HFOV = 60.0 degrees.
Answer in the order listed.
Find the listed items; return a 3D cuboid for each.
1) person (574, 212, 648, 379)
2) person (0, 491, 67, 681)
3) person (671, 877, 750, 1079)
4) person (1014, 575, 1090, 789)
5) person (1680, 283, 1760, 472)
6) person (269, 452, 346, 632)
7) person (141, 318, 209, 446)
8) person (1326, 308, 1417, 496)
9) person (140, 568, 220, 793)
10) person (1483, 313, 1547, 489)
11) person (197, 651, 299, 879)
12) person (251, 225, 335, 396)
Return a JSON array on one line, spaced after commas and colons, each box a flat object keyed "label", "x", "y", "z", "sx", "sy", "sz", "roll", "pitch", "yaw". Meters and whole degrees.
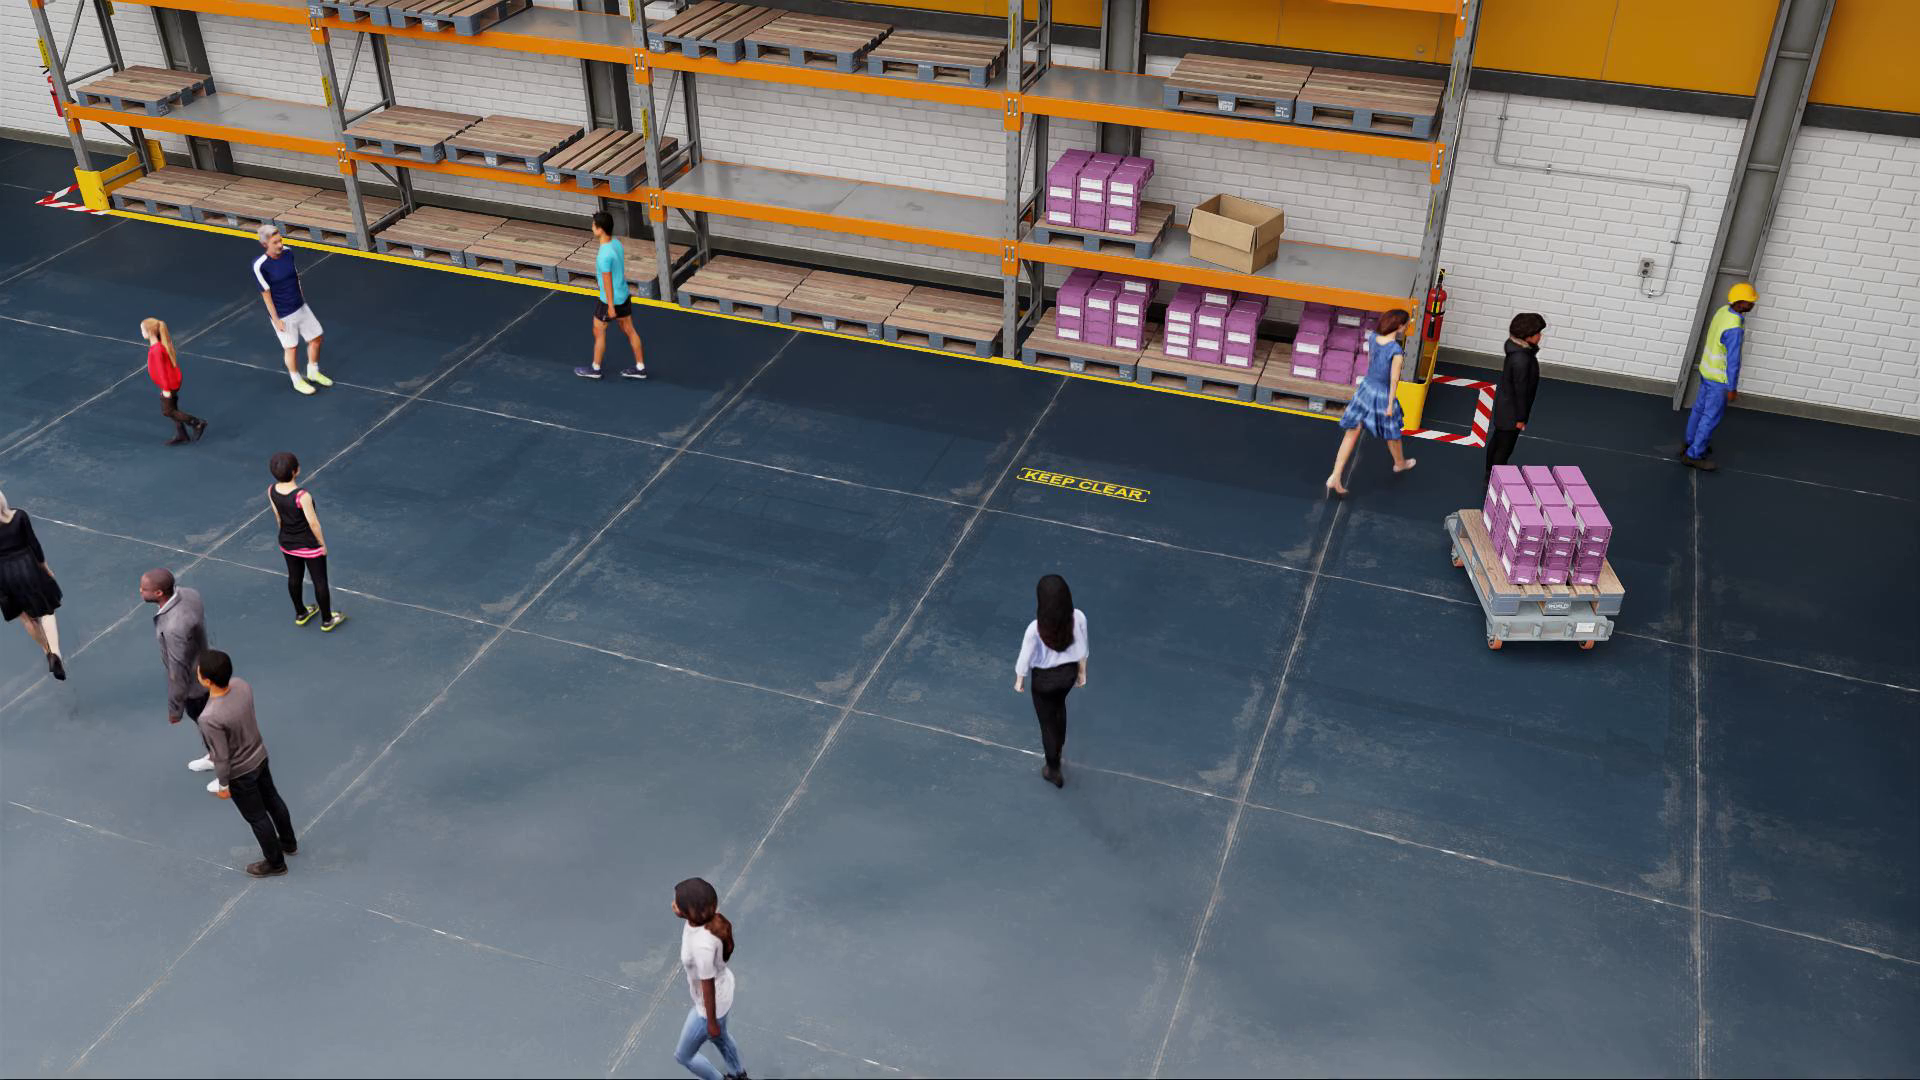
[{"label": "person", "x": -3.324, "y": -2.376, "z": 16.430, "sx": 1.003, "sy": 1.750, "sz": 0.783, "roll": 4, "pitch": 34, "yaw": 6}, {"label": "person", "x": -6.961, "y": 0.334, "z": 12.369, "sx": 0.905, "sy": 1.733, "sz": 1.023, "roll": -21, "pitch": 39, "yaw": -28}, {"label": "person", "x": -1.292, "y": 2.508, "z": 9.121, "sx": 0.780, "sy": 1.709, "sz": 0.733, "roll": -5, "pitch": 34, "yaw": -8}, {"label": "person", "x": 0.674, "y": 1.013, "z": 11.346, "sx": 0.791, "sy": 1.736, "sz": 0.848, "roll": -15, "pitch": 36, "yaw": -21}, {"label": "person", "x": 6.878, "y": -1.512, "z": 15.078, "sx": 0.666, "sy": 1.810, "sz": 0.737, "roll": 2, "pitch": 34, "yaw": 2}, {"label": "person", "x": -5.173, "y": 0.004, "z": 13.033, "sx": 0.443, "sy": 1.548, "sz": 0.595, "roll": 11, "pitch": 35, "yaw": 16}, {"label": "person", "x": -7.323, "y": -1.471, "z": 15.503, "sx": 0.747, "sy": 1.271, "sz": 0.683, "roll": -14, "pitch": 36, "yaw": -21}, {"label": "person", "x": 3.570, "y": -1.142, "z": 14.590, "sx": 1.213, "sy": 1.733, "sz": 1.209, "roll": -17, "pitch": 37, "yaw": -24}, {"label": "person", "x": -5.171, "y": 0.935, "z": 11.394, "sx": 0.923, "sy": 1.812, "sz": 0.891, "roll": -11, "pitch": 35, "yaw": -17}, {"label": "person", "x": 4.846, "y": -1.178, "z": 14.601, "sx": 0.688, "sy": 1.781, "sz": 0.683, "roll": 3, "pitch": 34, "yaw": 4}, {"label": "person", "x": -4.589, "y": 1.438, "z": 10.677, "sx": 0.676, "sy": 1.768, "sz": 0.592, "roll": 11, "pitch": 35, "yaw": 16}, {"label": "person", "x": -6.614, "y": -2.248, "z": 16.179, "sx": 0.661, "sy": 1.816, "sz": 0.698, "roll": 17, "pitch": 37, "yaw": 24}]
